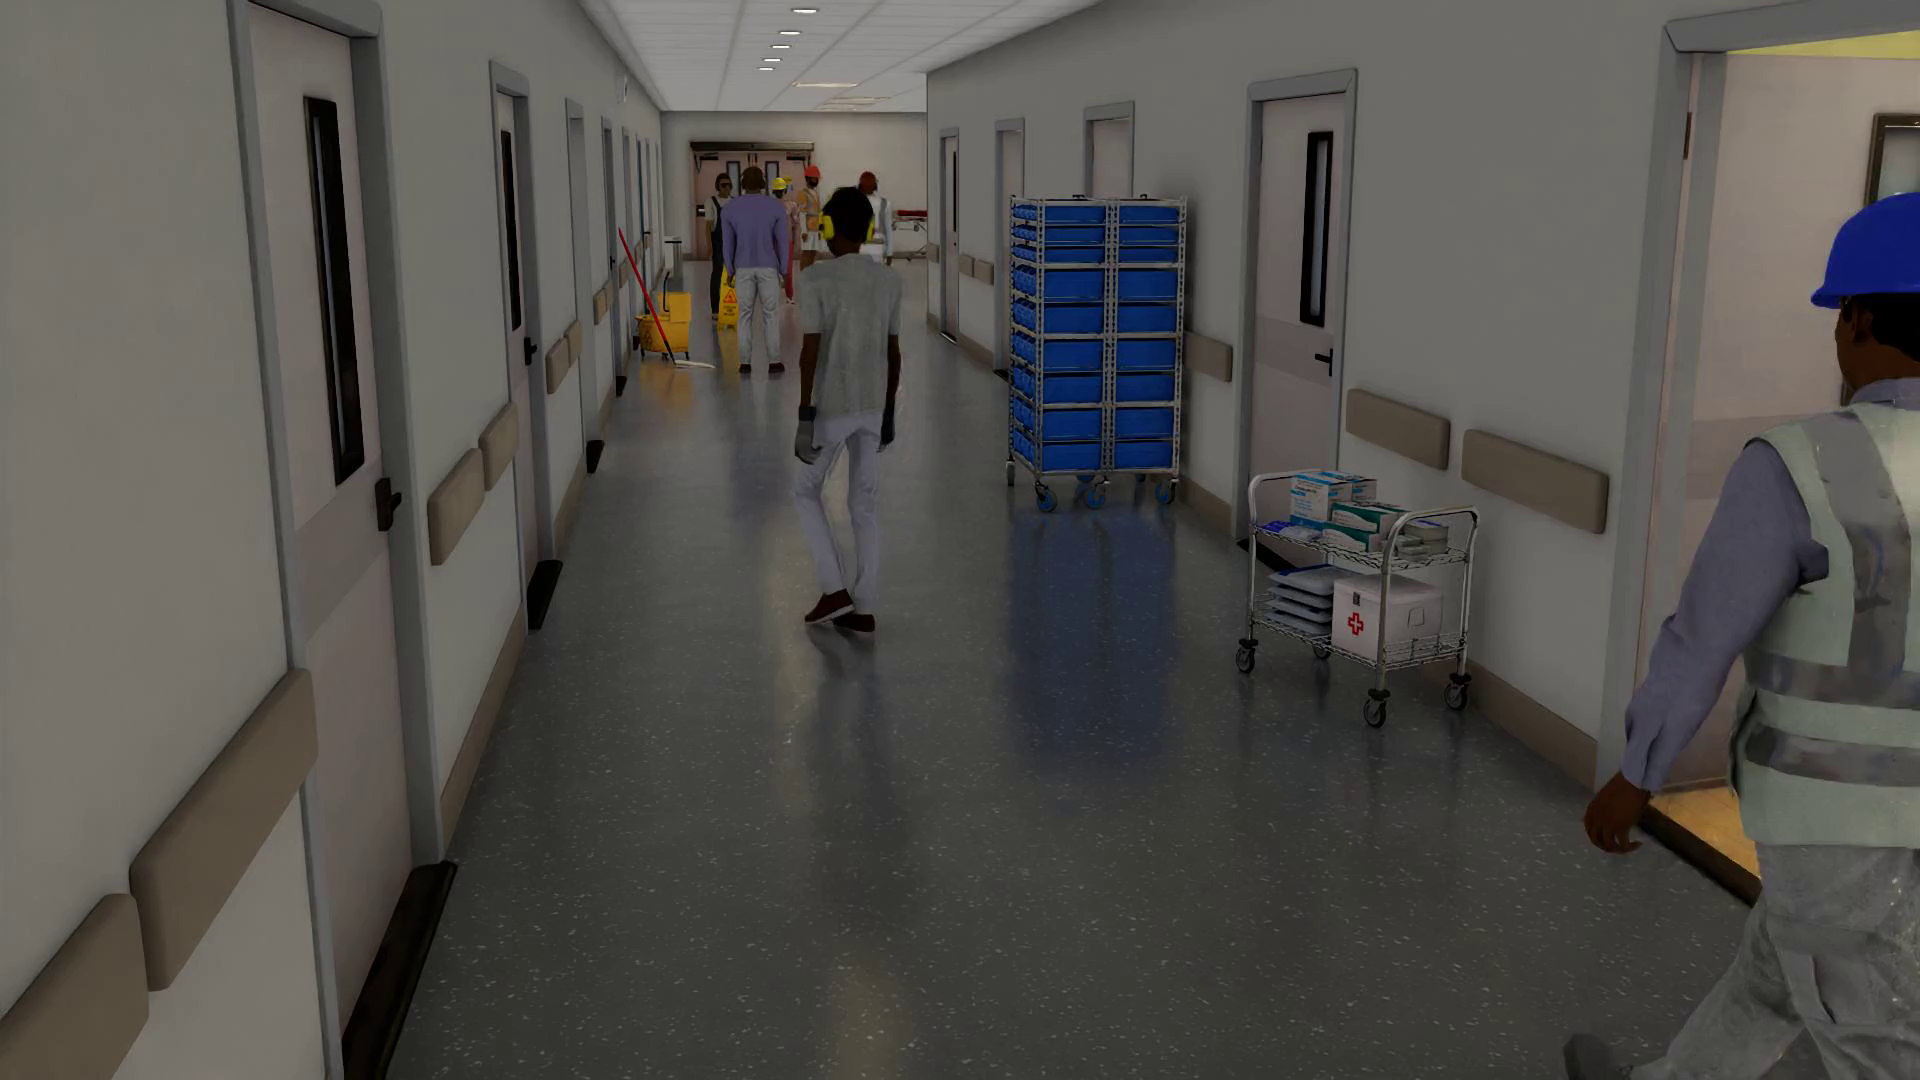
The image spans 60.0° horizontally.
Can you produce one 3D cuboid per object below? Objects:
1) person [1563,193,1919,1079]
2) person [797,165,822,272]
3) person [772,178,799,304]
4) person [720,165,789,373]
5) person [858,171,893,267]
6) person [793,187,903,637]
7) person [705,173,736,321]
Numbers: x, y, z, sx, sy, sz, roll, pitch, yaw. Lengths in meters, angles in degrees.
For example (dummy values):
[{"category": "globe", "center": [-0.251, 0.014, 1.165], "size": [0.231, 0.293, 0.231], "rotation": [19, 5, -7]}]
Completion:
[{"category": "person", "center": [1.407, 0.392, 2.745], "size": [0.621, 1.875, 1.050], "rotation": [-5, 14, -22]}, {"category": "person", "center": [-2.299, -4.832, 25.846], "size": [0.378, 1.932, 0.547], "rotation": [5, 14, 20]}, {"category": "person", "center": [-2.529, -4.210, 23.460], "size": [0.528, 1.767, 0.330], "rotation": [-2, 13, -7]}, {"category": "person", "center": [-1.912, -2.529, 15.609], "size": [0.632, 1.940, 0.372], "rotation": [0, 13, 0]}, {"category": "person", "center": [-1.119, -3.462, 19.921], "size": [0.571, 1.854, 0.771], "rotation": [-3, 13, -13]}, {"category": "person", "center": [-0.490, -0.520, 6.892], "size": [0.537, 1.843, 0.492], "rotation": [-8, 15, -33]}, {"category": "person", "center": [-2.976, -3.707, 21.044], "size": [0.518, 1.844, 0.329], "rotation": [-11, 17, -39]}]
